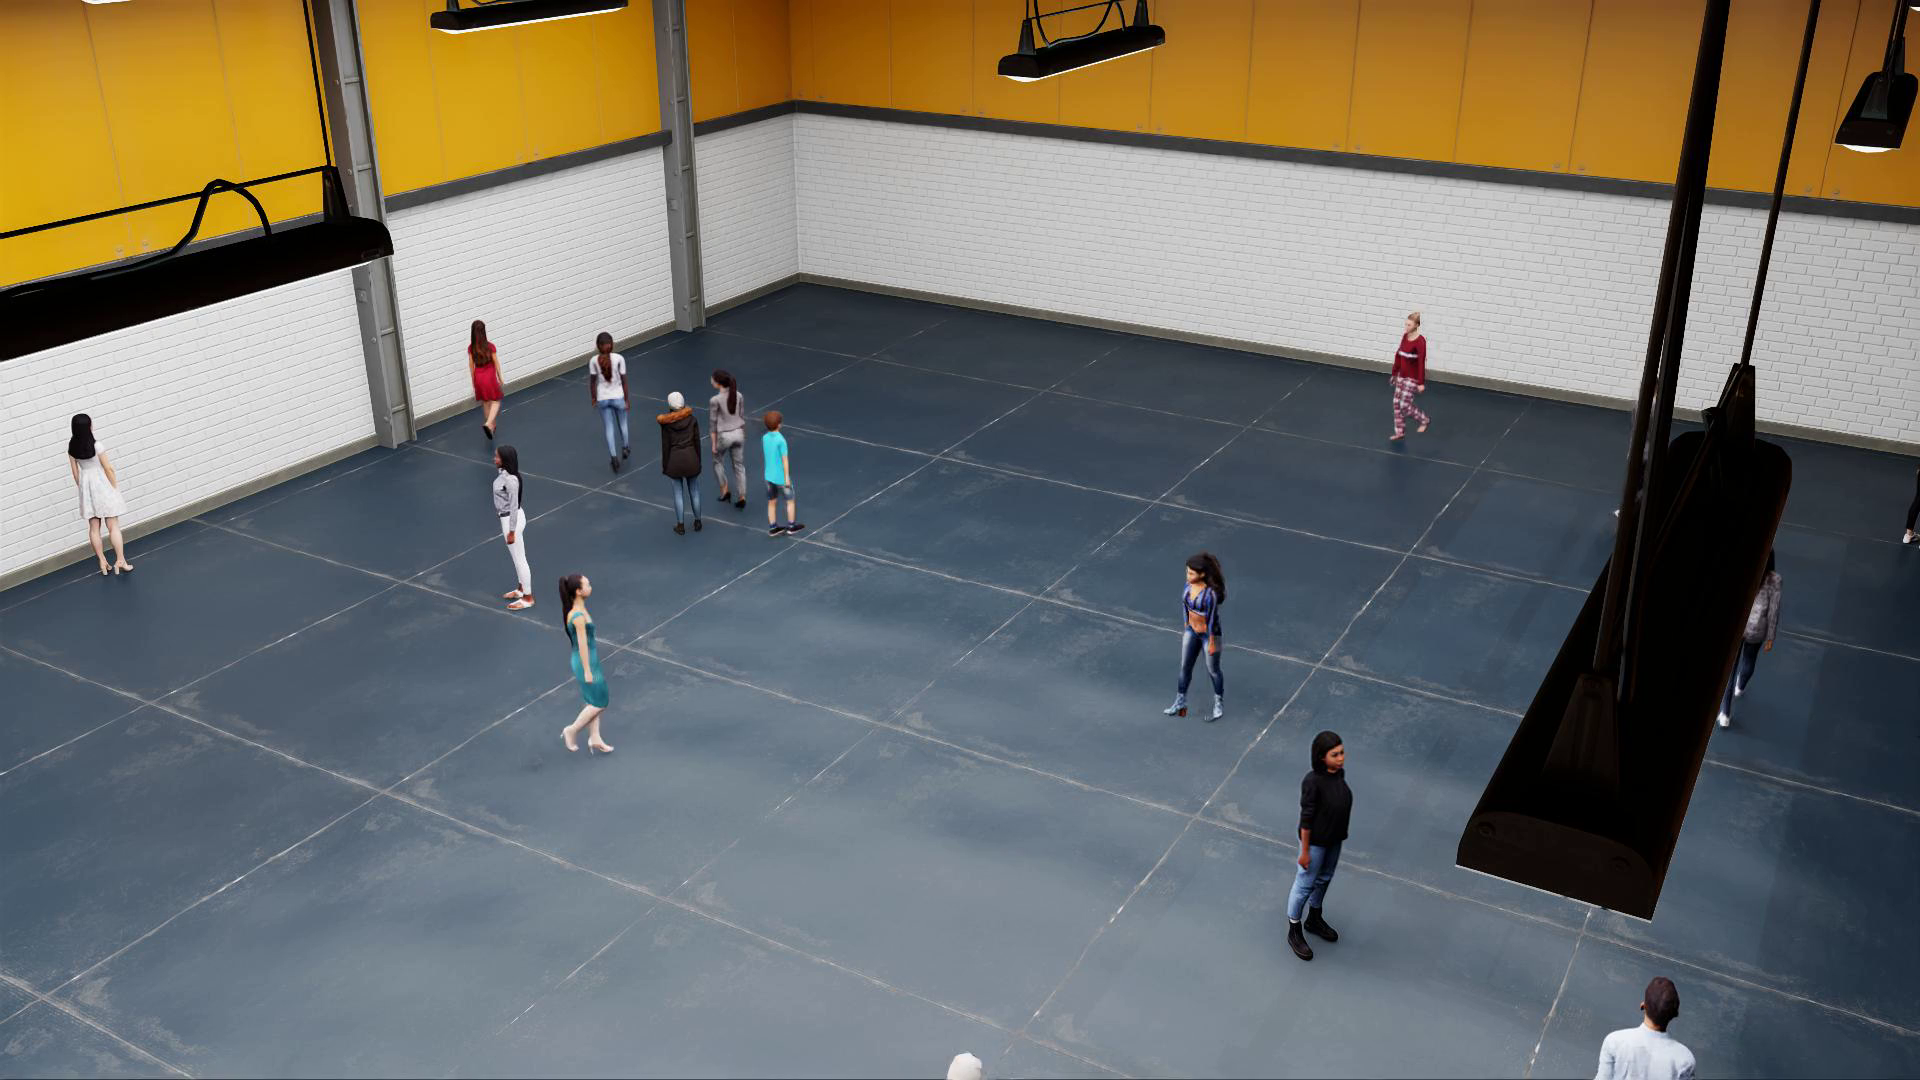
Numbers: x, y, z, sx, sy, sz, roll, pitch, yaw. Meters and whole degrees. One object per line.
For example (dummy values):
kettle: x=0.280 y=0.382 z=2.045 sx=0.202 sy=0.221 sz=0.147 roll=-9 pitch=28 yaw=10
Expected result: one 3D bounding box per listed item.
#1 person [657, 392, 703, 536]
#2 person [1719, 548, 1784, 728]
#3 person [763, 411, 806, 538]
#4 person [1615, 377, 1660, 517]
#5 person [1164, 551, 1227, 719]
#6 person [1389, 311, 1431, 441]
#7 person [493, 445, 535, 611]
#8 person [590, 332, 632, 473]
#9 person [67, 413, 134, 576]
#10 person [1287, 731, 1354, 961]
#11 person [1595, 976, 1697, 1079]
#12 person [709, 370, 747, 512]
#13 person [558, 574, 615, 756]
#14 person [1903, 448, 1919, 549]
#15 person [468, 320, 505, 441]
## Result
person: x=-3.068 y=-0.858 z=18.402 sx=0.723 sy=1.636 sz=0.797 roll=-9 pitch=25 yaw=-19
person: x=6.816 y=0.830 z=14.466 sx=0.723 sy=1.696 sz=1.099 roll=10 pitch=26 yaw=22
person: x=-2.056 y=-0.710 z=18.306 sx=0.593 sy=1.442 sz=0.662 roll=18 pitch=29 yaw=35
person: x=7.575 y=-0.940 z=18.445 sx=1.001 sy=1.753 sz=0.930 roll=-8 pitch=25 yaw=-17
person: x=2.168 y=0.822 z=14.592 sx=0.865 sy=1.609 sz=0.764 roll=-21 pitch=31 yaw=-39
person: x=5.774 y=-2.074 z=21.122 sx=0.907 sy=1.686 sz=0.847 roll=-8 pitch=25 yaw=-17
person: x=-4.486 y=-0.153 z=16.680 sx=0.714 sy=1.724 sz=0.672 roll=-8 pitch=25 yaw=-19
person: x=-4.229 y=-1.657 z=20.143 sx=0.929 sy=1.706 sz=1.024 roll=-3 pitch=24 yaw=-7
person: x=-9.000 y=-0.480 z=17.363 sx=0.762 sy=1.775 sz=0.790 roll=1 pitch=24 yaw=1
person: x=2.507 y=2.089 z=11.579 sx=0.575 sy=1.701 sz=0.698 roll=-19 pitch=30 yaw=-37
person: x=3.602 y=3.205 z=8.897 sx=0.654 sy=1.804 sz=1.212 roll=12 pitch=26 yaw=26
person: x=-2.600 y=-1.100 z=18.935 sx=0.756 sy=1.653 sz=0.848 roll=-16 pitch=29 yaw=-33
person: x=-3.197 y=1.078 z=13.925 sx=0.807 sy=1.676 sz=0.747 roll=-6 pitch=24 yaw=-14
person: x=10.576 y=-0.737 z=18.042 sx=0.716 sy=1.703 sz=0.672 roll=-8 pitch=25 yaw=-18
person: x=-6.041 y=-2.024 z=21.192 sx=0.809 sy=1.538 sz=0.994 roll=0 pitch=24 yaw=0
